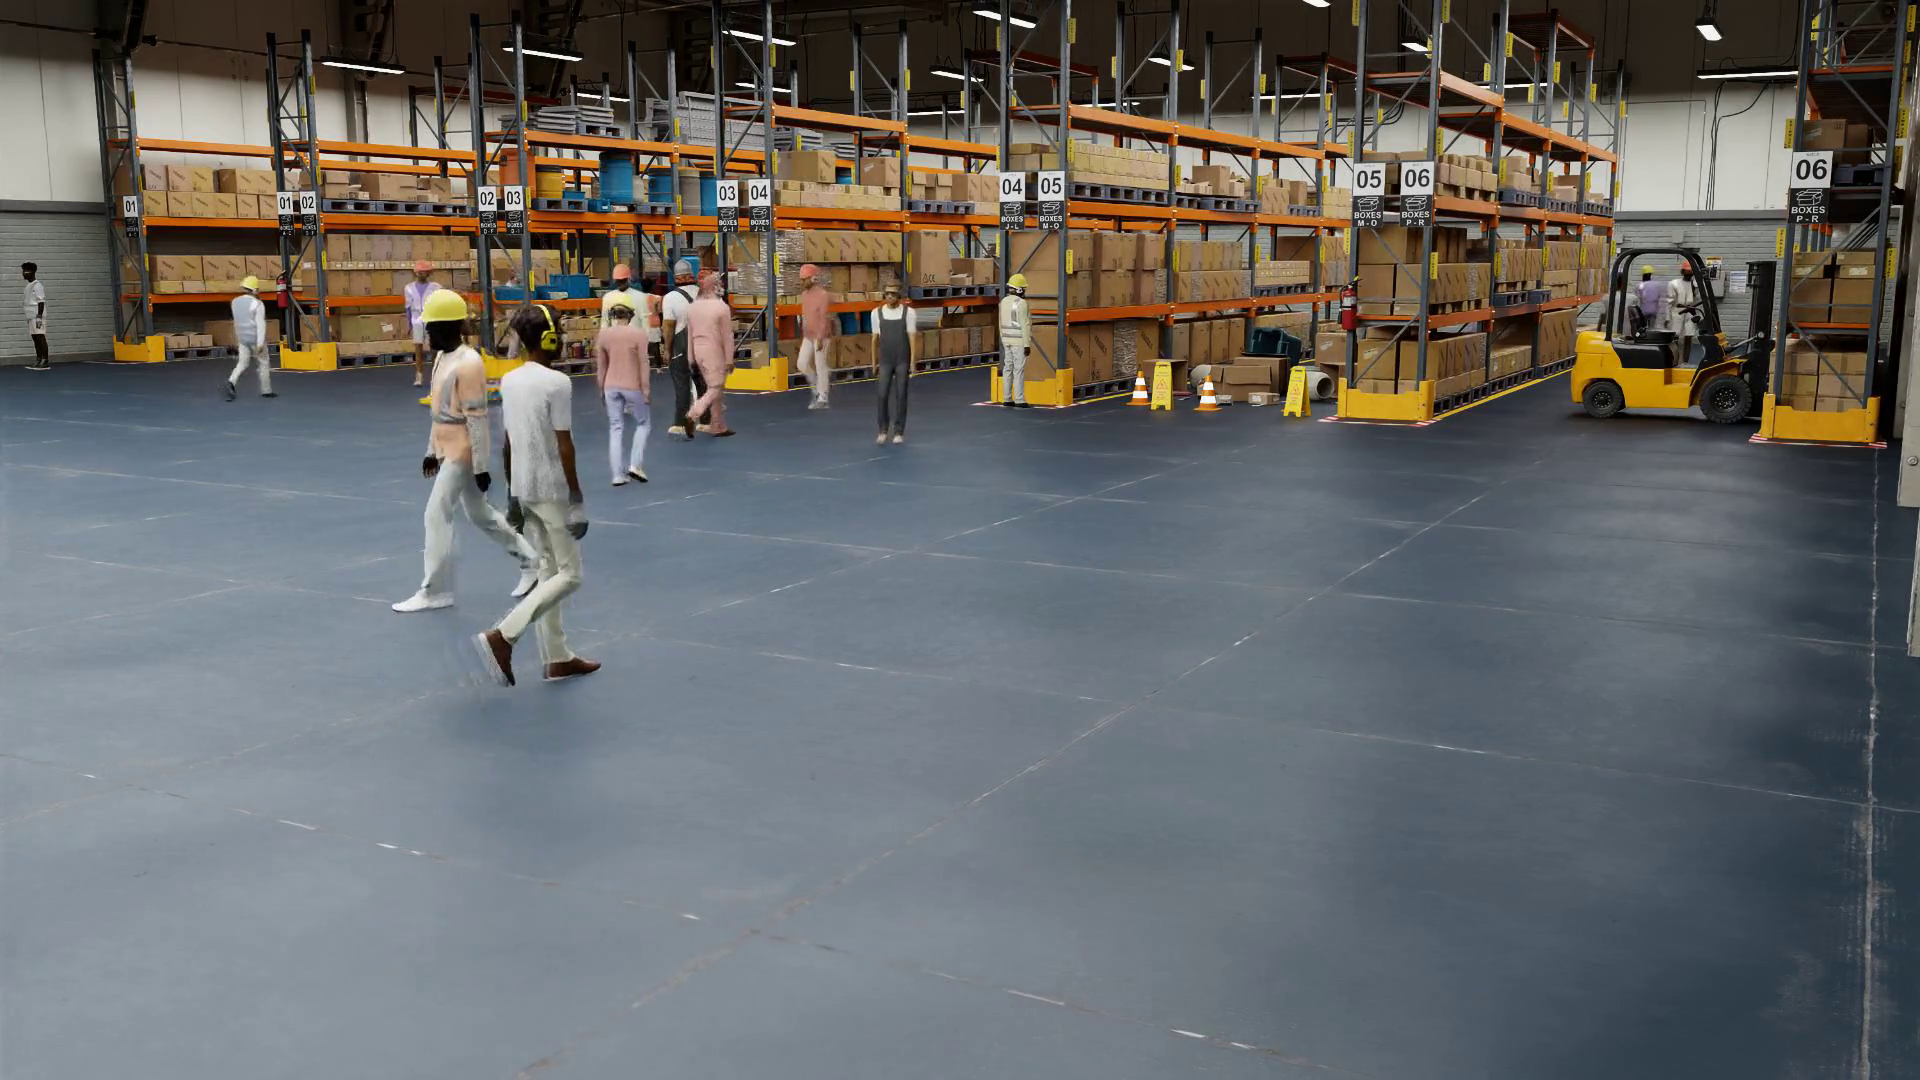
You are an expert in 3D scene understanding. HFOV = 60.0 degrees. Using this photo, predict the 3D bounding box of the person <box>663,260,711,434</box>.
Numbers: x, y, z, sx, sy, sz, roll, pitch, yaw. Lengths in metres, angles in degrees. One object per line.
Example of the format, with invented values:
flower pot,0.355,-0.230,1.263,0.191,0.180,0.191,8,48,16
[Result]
person,-3.218,-2.265,19.499,0.675,2.000,0.537,-8,13,-40

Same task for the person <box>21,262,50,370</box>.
person,-16.942,-4.098,30.452,0.608,1.965,0.365,9,13,43

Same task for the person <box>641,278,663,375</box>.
person,-5.441,-3.728,29.070,0.535,1.697,0.322,-1,10,-6

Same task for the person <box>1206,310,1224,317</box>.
person,5.487,-4.873,36.035,0.538,1.599,0.828,9,13,43

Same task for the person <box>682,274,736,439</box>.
person,-2.863,-2.068,18.858,0.640,1.876,0.826,8,13,40

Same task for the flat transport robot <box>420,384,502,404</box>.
flat transport robot,-6.870,-2.059,23.470,0.652,0.197,1.431,5,11,25

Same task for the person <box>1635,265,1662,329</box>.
person,14.186,-4.707,34.269,0.593,1.895,0.856,-1,10,-4

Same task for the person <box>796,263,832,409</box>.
person,-1.983,-2.748,22.521,0.439,1.973,0.639,-9,13,-43

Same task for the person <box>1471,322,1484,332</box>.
person,10.984,-4.845,35.035,0.684,1.888,0.451,2,10,13

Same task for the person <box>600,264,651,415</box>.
person,-4.388,-2.591,21.626,0.629,1.965,0.848,2,10,11

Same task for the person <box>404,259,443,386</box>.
person,-8.609,-3.496,26.777,0.616,2.053,0.546,-1,10,-5

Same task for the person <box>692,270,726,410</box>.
person,-3.411,-2.668,22.317,0.586,1.882,0.342,3,10,18

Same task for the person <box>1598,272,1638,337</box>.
person,9.450,-2.907,23.866,0.547,1.839,0.760,4,11,24

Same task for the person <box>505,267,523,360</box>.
person,-8.082,-4.052,30.486,0.395,1.870,0.747,2,10,10

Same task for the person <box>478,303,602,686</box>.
person,-2.024,-0.200,7.960,0.533,1.857,0.630,9,13,42

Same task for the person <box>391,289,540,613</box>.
person,-2.903,-0.540,9.864,0.939,1.891,0.596,-5,11,-26

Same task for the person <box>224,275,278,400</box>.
person,-10.243,-2.899,23.920,0.583,1.800,0.789,3,10,17

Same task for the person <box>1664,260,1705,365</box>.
person,12.715,-3.916,29.200,0.647,2.028,0.461,3,10,19

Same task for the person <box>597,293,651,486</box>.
person,-3.043,-1.365,15.096,0.545,1.735,0.485,2,10,14

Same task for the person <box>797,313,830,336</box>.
person,-2.595,-3.915,29.502,0.623,1.933,0.371,-1,10,-5

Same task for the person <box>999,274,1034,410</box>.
person,0.773,-2.683,22.552,0.404,1.831,0.600,-6,12,-33

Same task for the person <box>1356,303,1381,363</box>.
person,6.701,-3.568,27.431,0.545,1.939,0.354,5,11,29

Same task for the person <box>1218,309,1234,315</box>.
person,6.452,-5.849,40.897,0.943,1.892,0.564,5,11,28

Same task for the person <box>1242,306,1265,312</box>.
person,6.397,-5.010,36.045,0.623,1.872,0.957,7,12,34

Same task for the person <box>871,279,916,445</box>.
person,-0.730,-1.934,18.218,0.510,1.820,0.703,0,10,3
